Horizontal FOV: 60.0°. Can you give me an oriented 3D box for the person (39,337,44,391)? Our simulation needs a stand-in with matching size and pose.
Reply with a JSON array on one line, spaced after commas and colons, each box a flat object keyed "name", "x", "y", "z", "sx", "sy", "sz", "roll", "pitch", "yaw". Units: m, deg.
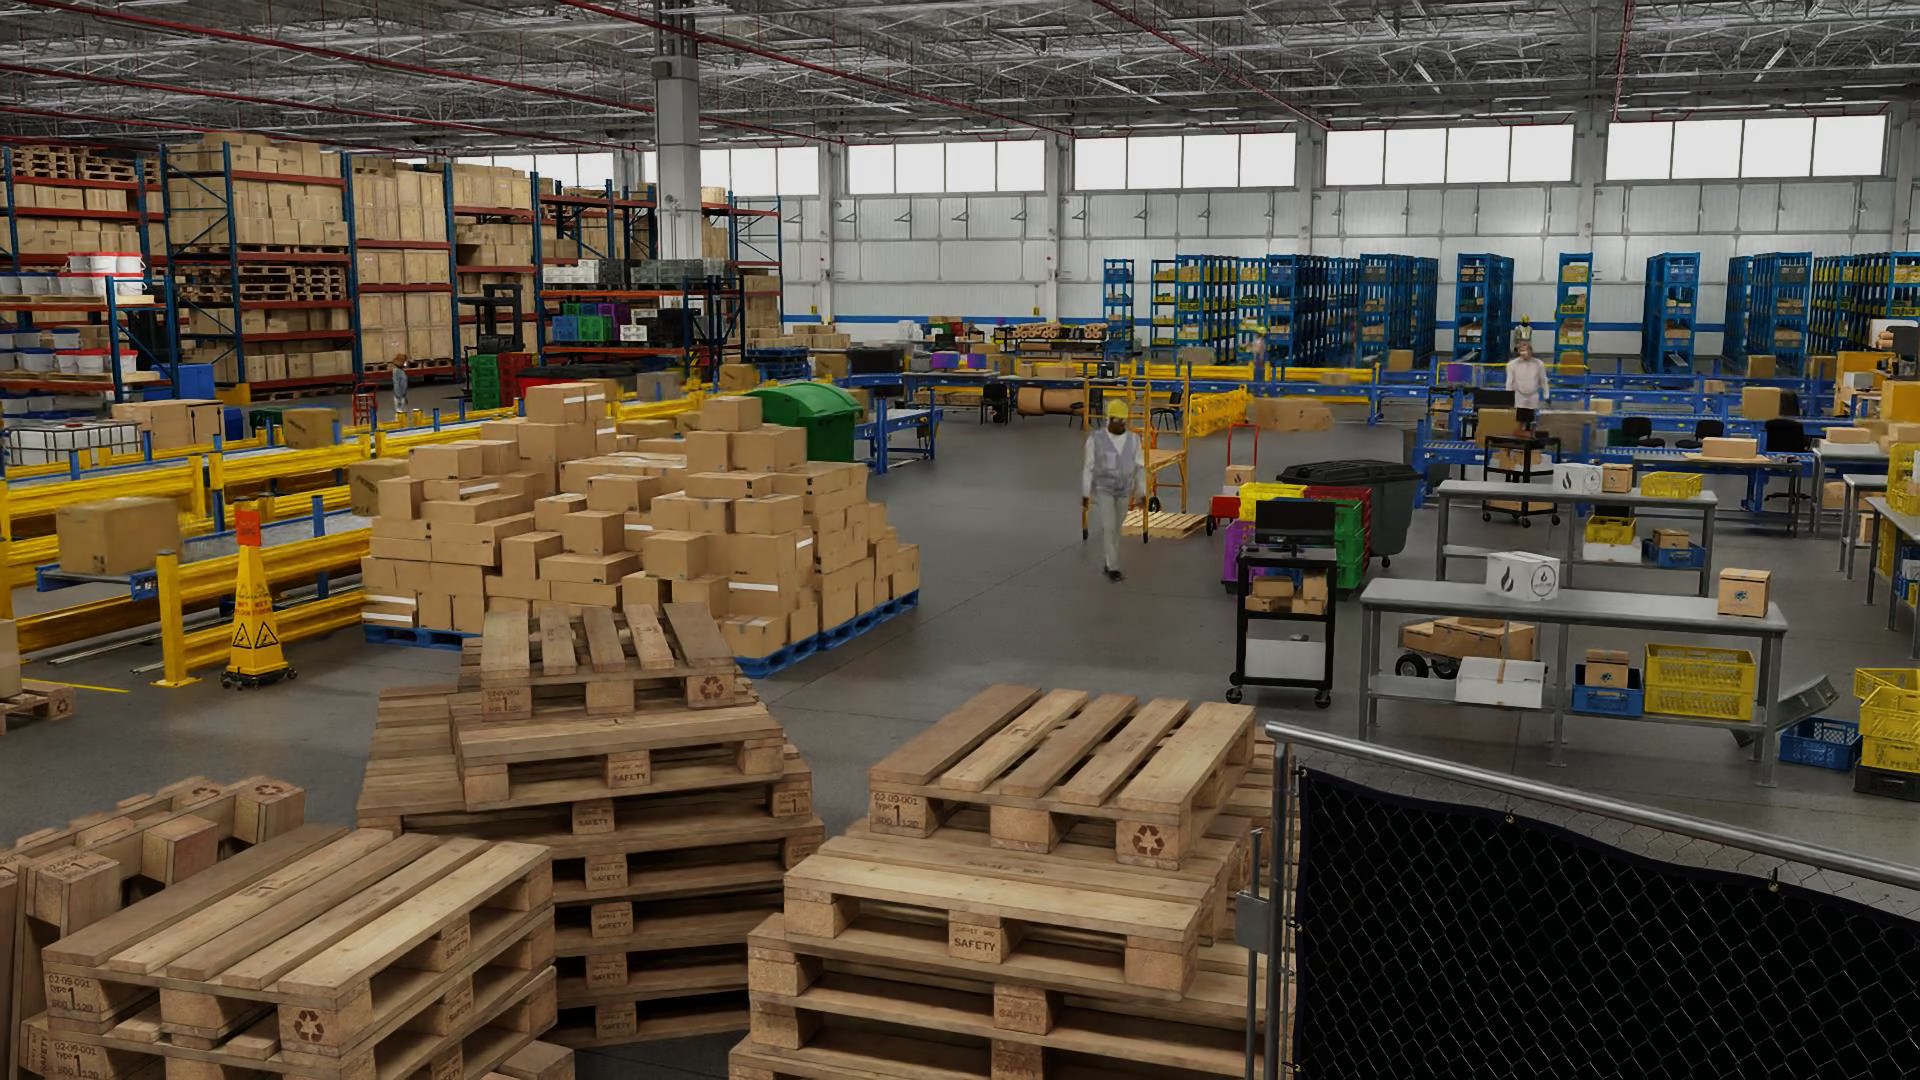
[{"name": "person", "x": -21.289, "y": -3.937, "z": 38.308, "sx": 0.545, "sy": 1.751, "sz": 0.406, "roll": 2, "pitch": 9, "yaw": 14}]

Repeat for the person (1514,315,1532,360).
[{"name": "person", "x": 16.943, "y": -5.839, "z": 50.021, "sx": 0.587, "sy": 1.836, "sz": 0.404, "roll": -2, "pitch": 9, "yaw": -12}]

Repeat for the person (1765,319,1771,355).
[{"name": "person", "x": 22.981, "y": -5.430, "z": 47.454, "sx": 0.472, "sy": 1.831, "sz": 0.589, "roll": 3, "pitch": 10, "yaw": 18}]

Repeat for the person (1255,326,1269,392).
[{"name": "person", "x": 7.560, "y": -4.519, "z": 42.001, "sx": 0.537, "sy": 1.748, "sz": 0.535, "roll": 4, "pitch": 10, "yaw": 23}]

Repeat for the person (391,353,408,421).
[{"name": "person", "x": -10.072, "y": -2.545, "z": 29.976, "sx": 0.289, "sy": 1.632, "sz": 0.497, "roll": -1, "pitch": 9, "yaw": -6}]

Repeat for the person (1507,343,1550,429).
[{"name": "person", "x": 9.824, "y": -2.467, "z": 28.772, "sx": 0.714, "sy": 1.866, "sz": 0.647, "roll": 2, "pitch": 9, "yaw": 10}]

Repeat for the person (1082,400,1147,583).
[{"name": "person", "x": 1.576, "y": -0.473, "z": 16.424, "sx": 0.626, "sy": 1.796, "sz": 0.847, "roll": -3, "pitch": 10, "yaw": -18}]

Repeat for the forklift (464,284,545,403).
[{"name": "forklift", "x": -10.832, "y": -4.702, "z": 39.610, "sx": 1.129, "sy": 2.768, "sz": 1.873, "roll": 3, "pitch": 10, "yaw": 20}]

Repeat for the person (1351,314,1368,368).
[{"name": "person", "x": 12.337, "y": -6.048, "z": 50.948, "sx": 0.876, "sy": 1.953, "sz": 0.646, "roll": 5, "pitch": 10, "yaw": 29}]

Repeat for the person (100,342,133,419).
[{"name": "person", "x": -14.300, "y": -2.418, "z": 28.250, "sx": 0.388, "sy": 1.928, "sz": 0.565, "roll": 6, "pitch": 11, "yaw": 34}]

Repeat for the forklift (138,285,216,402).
[{"name": "forklift", "x": -17.480, "y": -4.200, "z": 36.461, "sx": 1.873, "sy": 2.768, "sz": 1.129, "roll": 3, "pitch": 10, "yaw": 19}]

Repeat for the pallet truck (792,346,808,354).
[{"name": "pallet truck", "x": -3.705, "y": -4.298, "z": 42.022, "sx": 0.653, "sy": 1.274, "sz": 1.630, "roll": 3, "pitch": 10, "yaw": 20}]

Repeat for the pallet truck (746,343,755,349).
[{"name": "pallet truck", "x": -6.183, "y": -4.618, "z": 44.264, "sx": 1.601, "sy": 1.201, "sz": 0.680, "roll": -9, "pitch": 12, "yaw": -43}]
